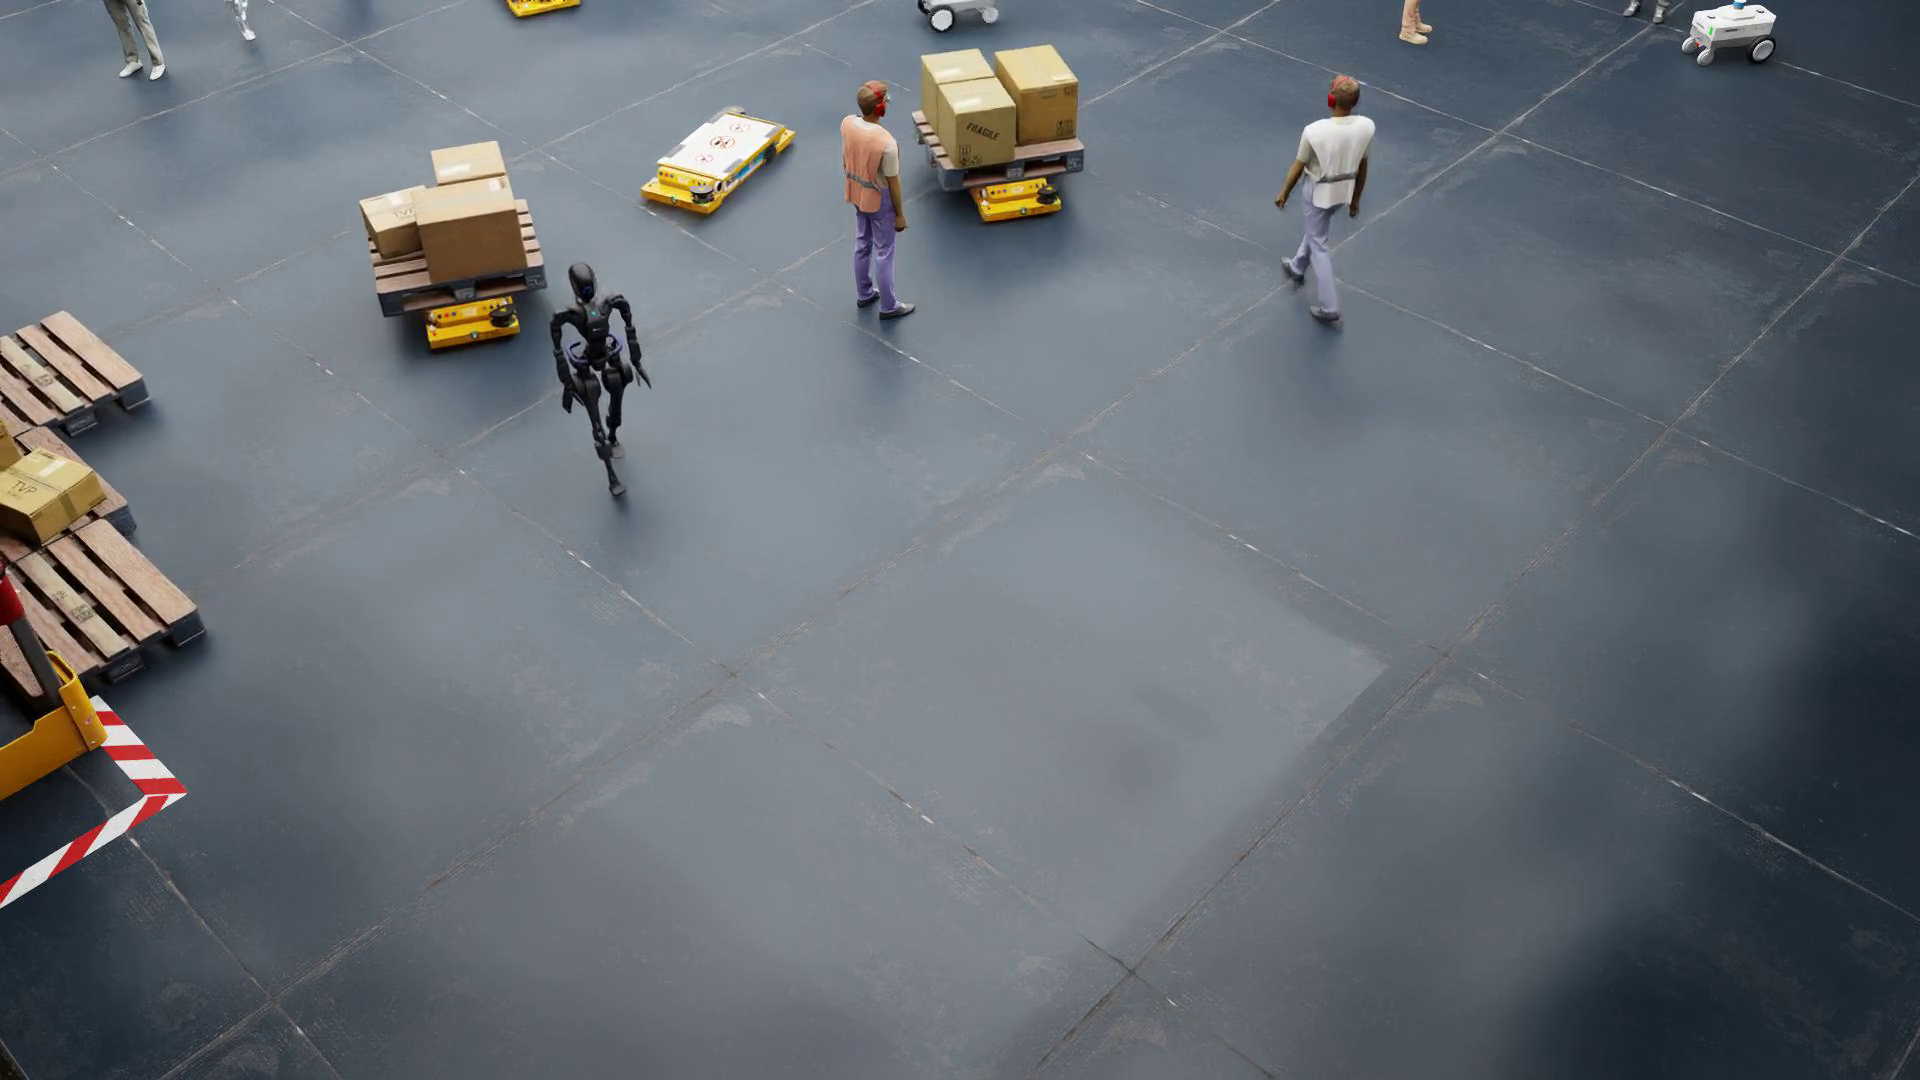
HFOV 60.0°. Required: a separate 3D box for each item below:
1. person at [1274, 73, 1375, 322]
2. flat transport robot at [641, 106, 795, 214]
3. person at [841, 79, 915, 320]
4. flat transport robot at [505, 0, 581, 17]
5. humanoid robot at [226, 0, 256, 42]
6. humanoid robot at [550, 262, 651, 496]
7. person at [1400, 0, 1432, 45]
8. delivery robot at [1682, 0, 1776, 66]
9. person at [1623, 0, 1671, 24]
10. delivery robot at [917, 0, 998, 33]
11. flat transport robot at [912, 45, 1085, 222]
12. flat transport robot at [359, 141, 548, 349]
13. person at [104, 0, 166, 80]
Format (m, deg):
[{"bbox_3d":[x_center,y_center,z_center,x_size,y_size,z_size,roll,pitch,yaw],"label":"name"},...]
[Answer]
[{"bbox_3d":[2.686,-2.517,12.182,0.609,1.798,0.948,-17,45,-18],"label":"person"},{"bbox_3d":[-2.044,-3.242,14.130,0.659,0.231,1.431,18,45,19],"label":"flat transport robot"},{"bbox_3d":[-0.623,-2.451,12.069,0.391,1.849,0.562,-32,51,-31],"label":"person"},{"bbox_3d":[-4.397,-5.708,16.871,0.659,0.231,1.431,-20,46,-21],"label":"flat transport robot"},{"bbox_3d":[-6.849,-5.473,15.521,0.564,1.736,1.055,-22,46,-23],"label":"humanoid robot"},{"bbox_3d":[-2.286,-1.071,10.690,0.589,1.630,0.743,-21,46,-22],"label":"humanoid robot"},{"bbox_3d":[4.423,-5.562,15.602,0.327,1.748,0.482,18,45,19],"label":"person"},{"bbox_3d":[7.270,-4.792,15.653,0.815,0.614,0.499,-9,43,-10],"label":"delivery robot"},{"bbox_3d":[6.787,-5.896,15.912,0.569,1.833,0.398,20,46,21],"label":"person"},{"bbox_3d":[-0.033,-5.308,16.220,0.794,0.606,0.499,-10,43,-11],"label":"delivery robot"},{"bbox_3d":[0.314,-3.155,14.033,0.659,0.231,1.431,-11,43,-12],"label":"flat transport robot"},{"bbox_3d":[-3.805,-1.973,12.719,0.659,0.231,1.431,-13,44,-14],"label":"flat transport robot"},{"bbox_3d":[-7.597,-4.965,15.021,0.513,1.636,0.313,9,43,10],"label":"person"}]
